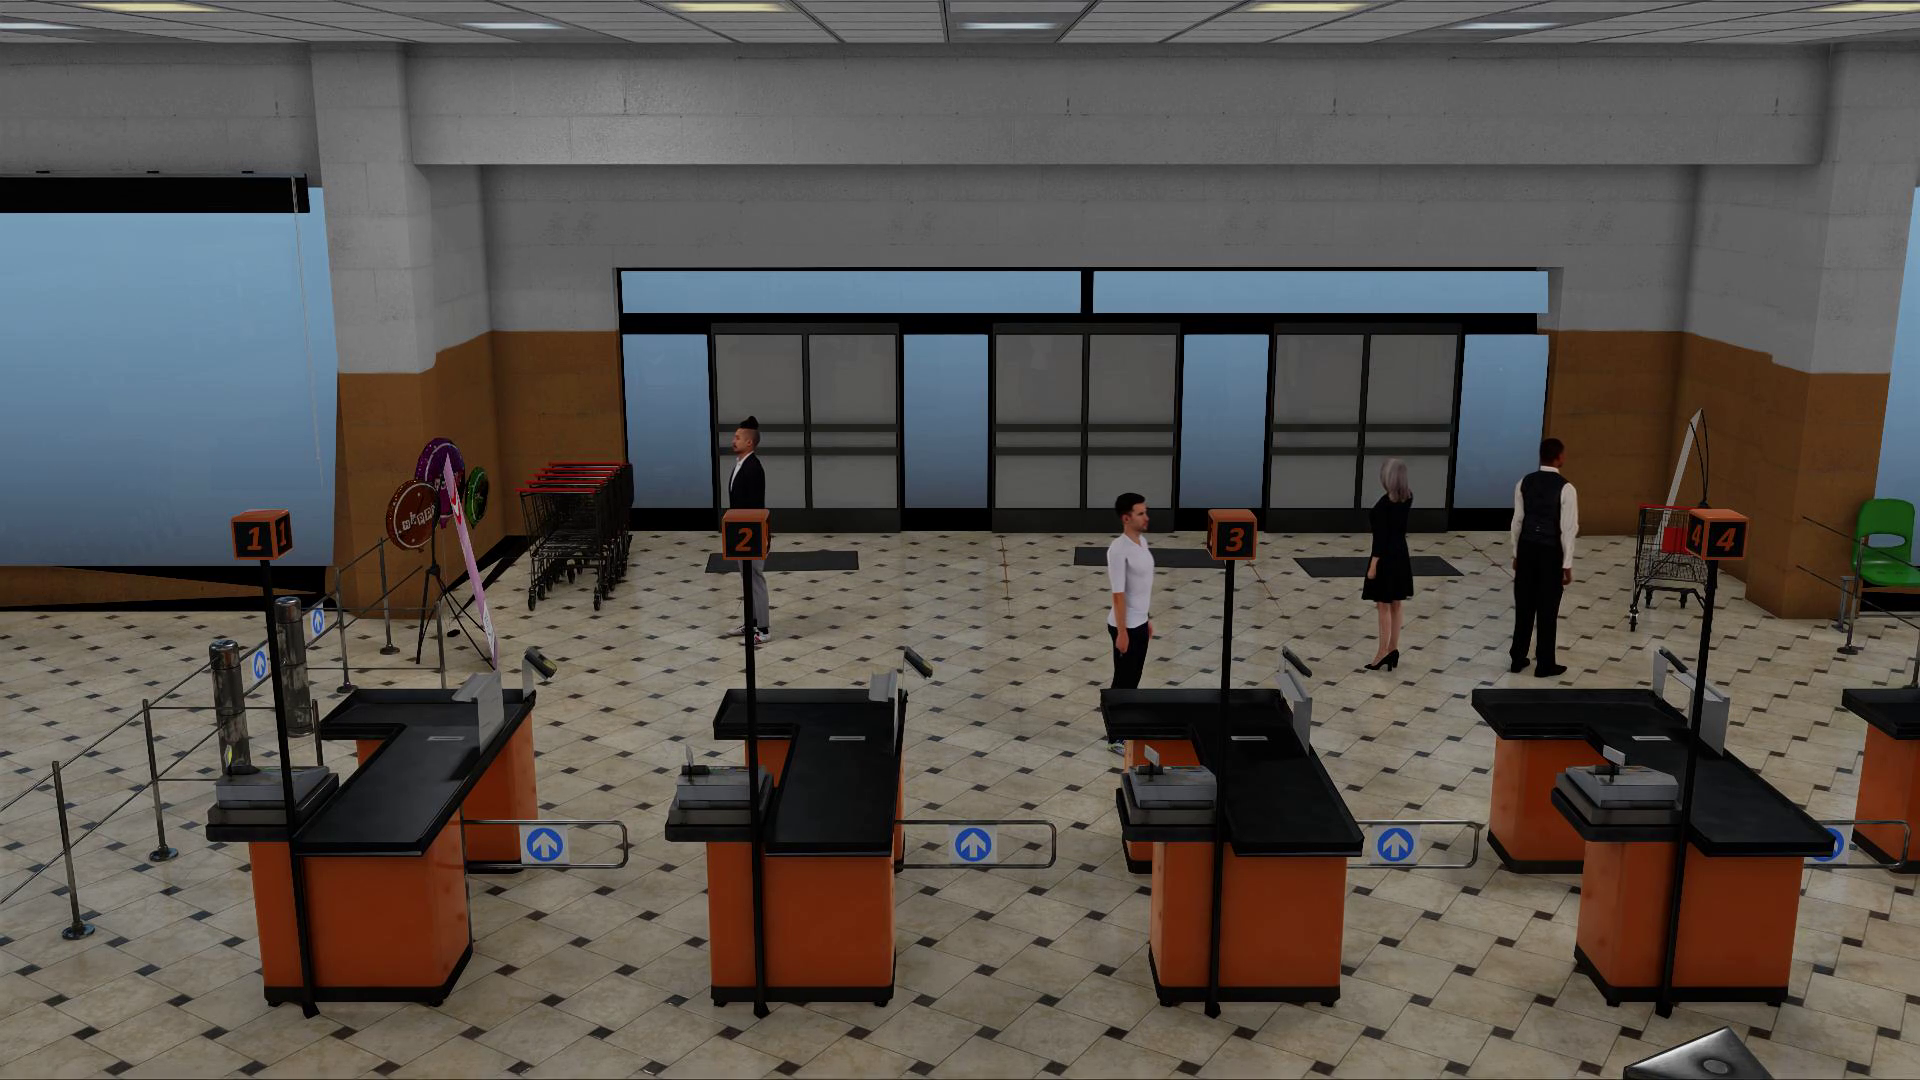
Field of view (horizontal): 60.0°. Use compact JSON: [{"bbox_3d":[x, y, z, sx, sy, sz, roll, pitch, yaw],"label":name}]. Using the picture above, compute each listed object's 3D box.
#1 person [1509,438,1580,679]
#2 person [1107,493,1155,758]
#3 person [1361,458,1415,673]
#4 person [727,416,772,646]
[{"bbox_3d":[4.663,0.145,13.341,0.833,1.887,0.757,-12,18,-41],"label":"person"},{"bbox_3d":[1.184,0.574,11.647,0.815,1.851,0.681,7,15,27],"label":"person"},{"bbox_3d":[3.459,0.193,13.438,0.695,1.747,0.754,-13,19,-43],"label":"person"},{"bbox_3d":[-1.788,-0.091,14.182,0.853,1.950,0.690,-6,15,-23],"label":"person"}]
